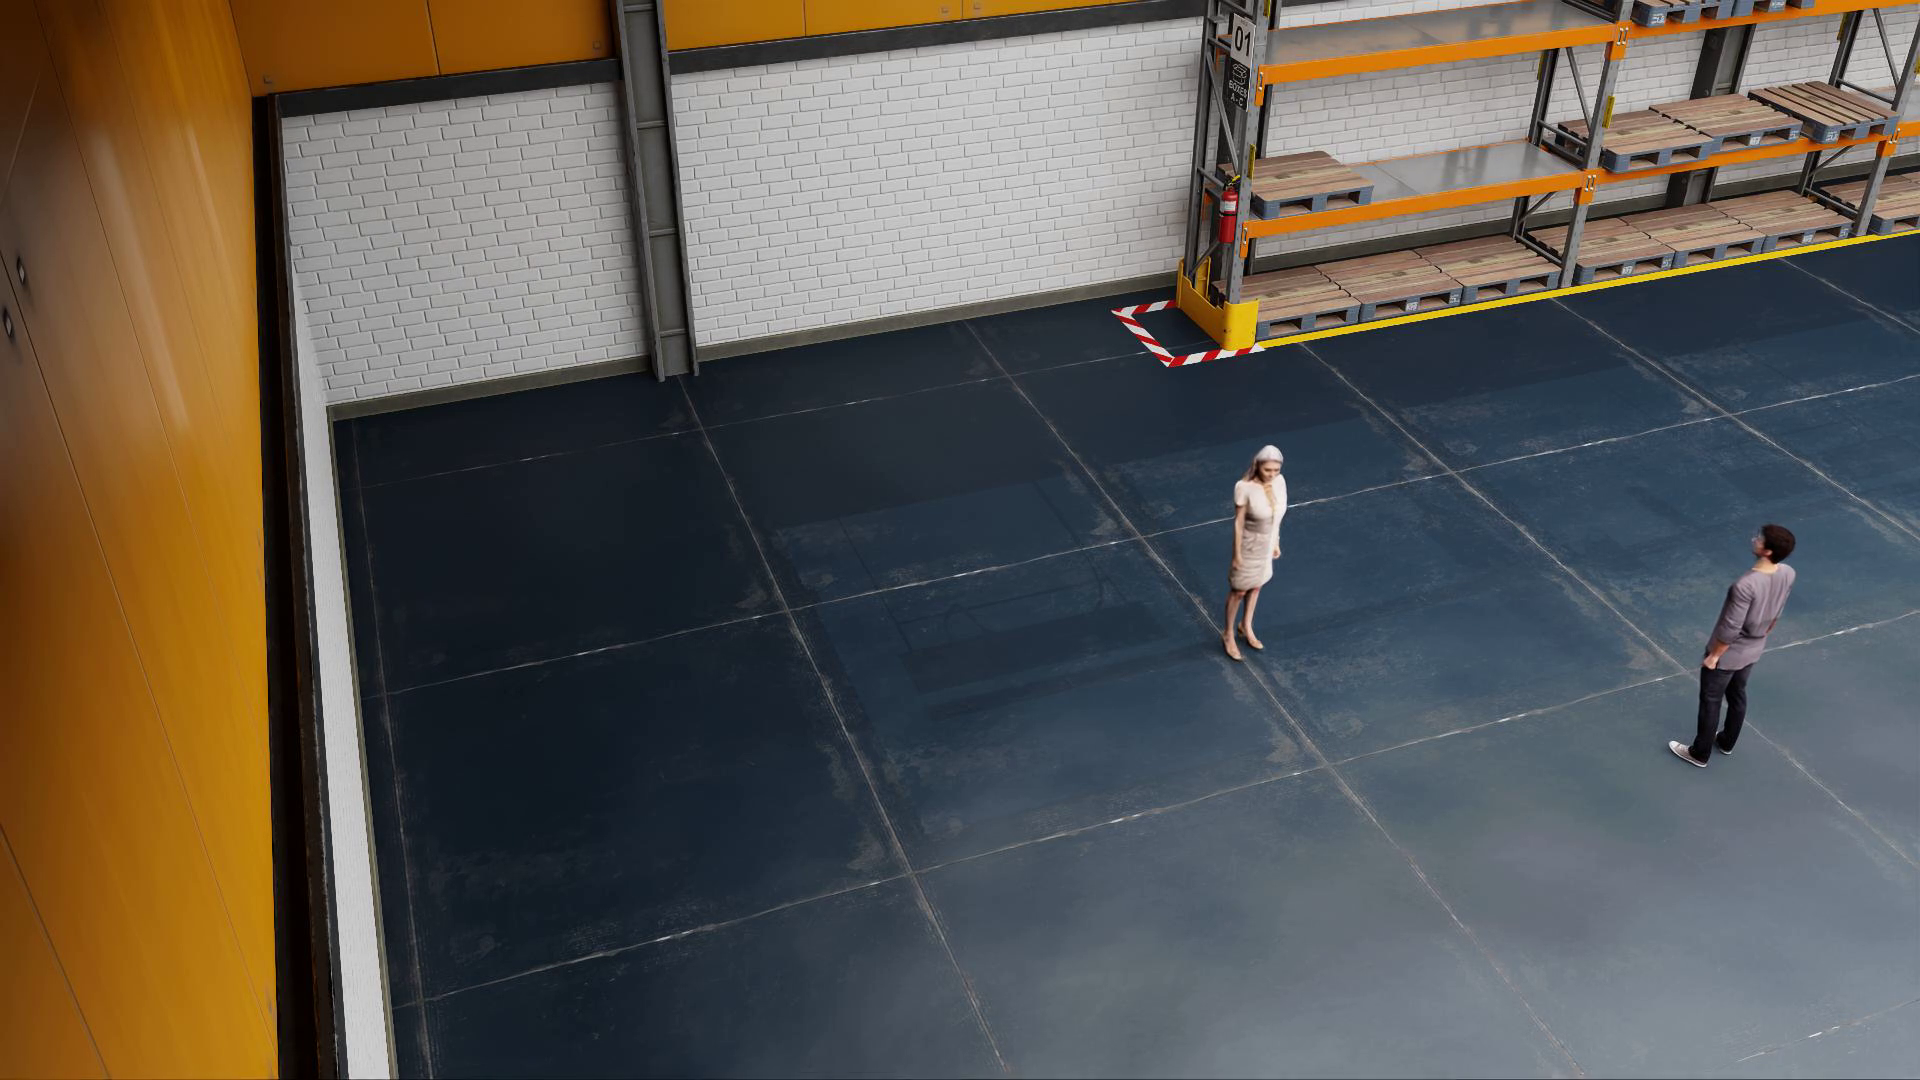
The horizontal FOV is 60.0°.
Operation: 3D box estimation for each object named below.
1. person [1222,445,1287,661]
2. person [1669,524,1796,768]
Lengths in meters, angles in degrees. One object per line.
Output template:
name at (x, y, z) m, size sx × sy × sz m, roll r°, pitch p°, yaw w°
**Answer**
person at (2.109, 0.069, 11.979) m, size 0.558 × 1.737 × 0.704 m, roll -19°, pitch 38°, yaw -26°
person at (5.120, 0.688, 10.941) m, size 0.515 × 1.855 × 0.764 m, roll -16°, pitch 37°, yaw -23°
